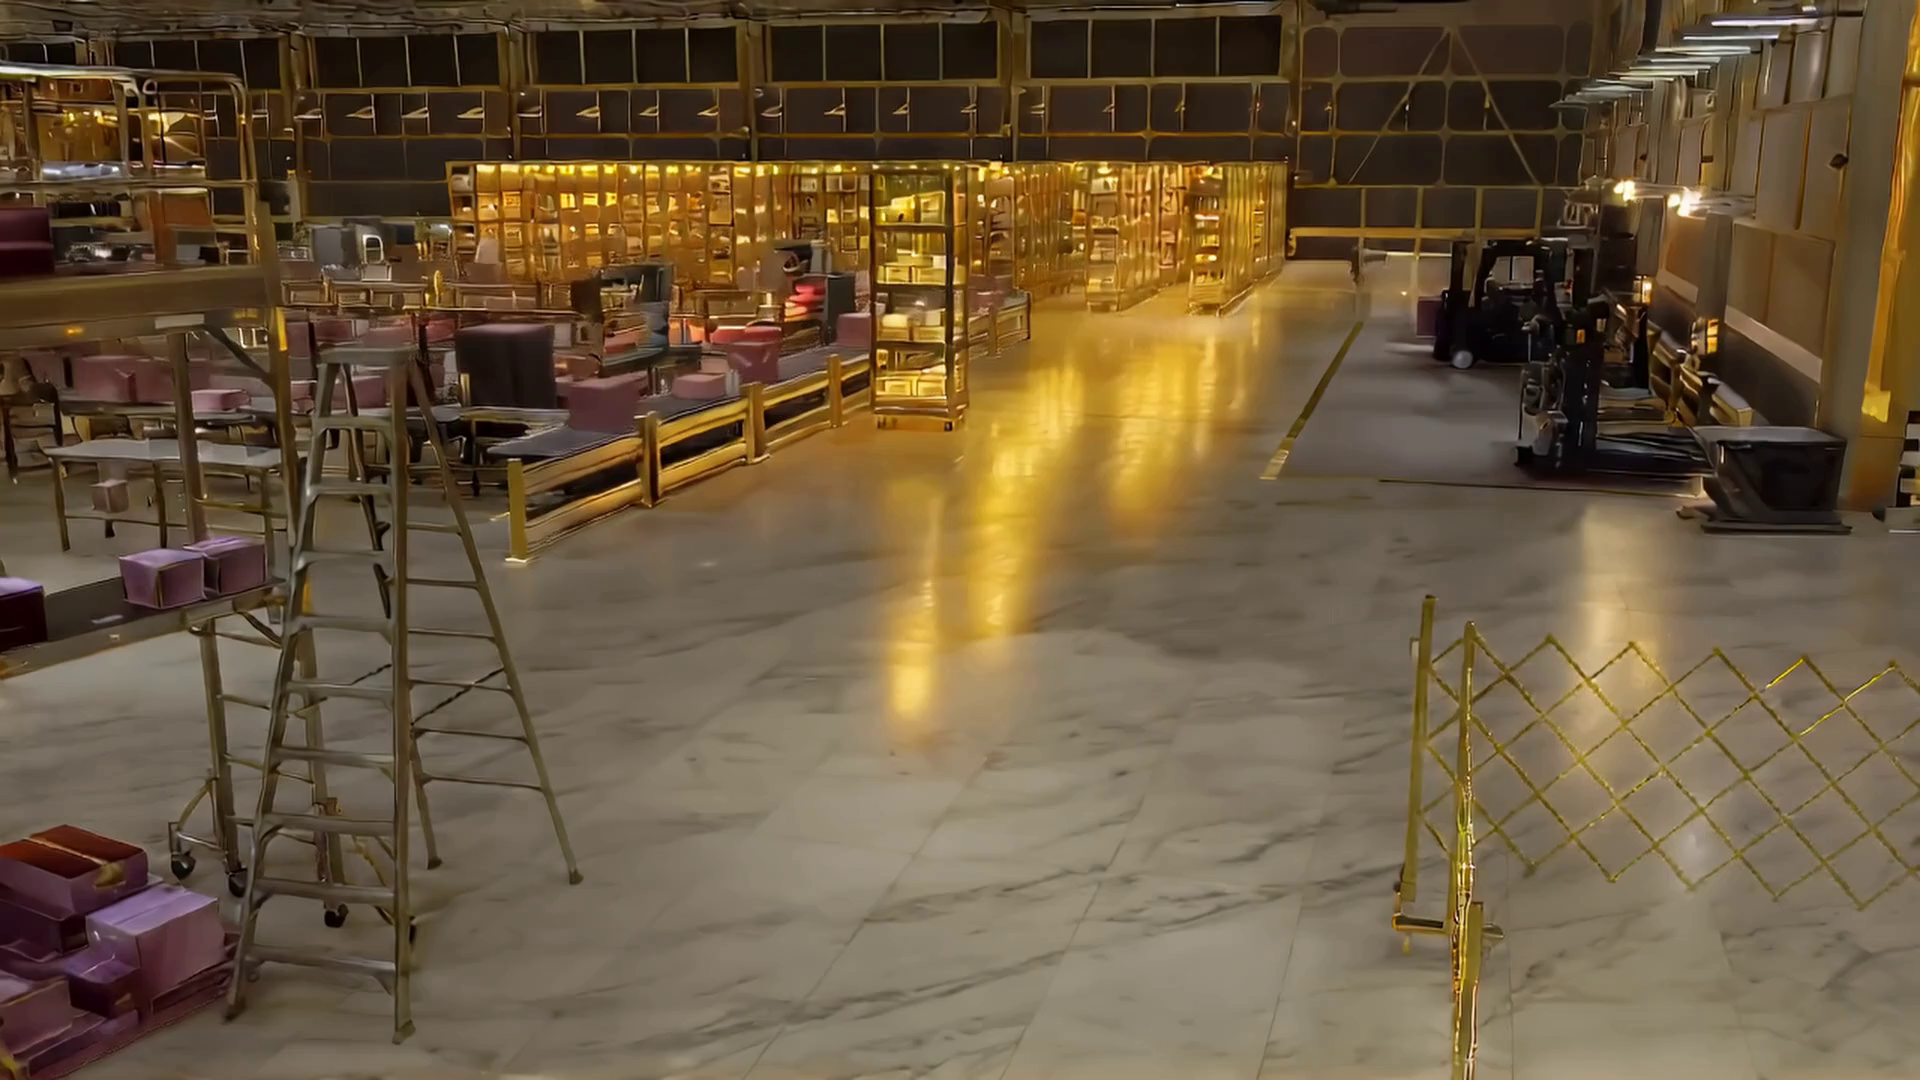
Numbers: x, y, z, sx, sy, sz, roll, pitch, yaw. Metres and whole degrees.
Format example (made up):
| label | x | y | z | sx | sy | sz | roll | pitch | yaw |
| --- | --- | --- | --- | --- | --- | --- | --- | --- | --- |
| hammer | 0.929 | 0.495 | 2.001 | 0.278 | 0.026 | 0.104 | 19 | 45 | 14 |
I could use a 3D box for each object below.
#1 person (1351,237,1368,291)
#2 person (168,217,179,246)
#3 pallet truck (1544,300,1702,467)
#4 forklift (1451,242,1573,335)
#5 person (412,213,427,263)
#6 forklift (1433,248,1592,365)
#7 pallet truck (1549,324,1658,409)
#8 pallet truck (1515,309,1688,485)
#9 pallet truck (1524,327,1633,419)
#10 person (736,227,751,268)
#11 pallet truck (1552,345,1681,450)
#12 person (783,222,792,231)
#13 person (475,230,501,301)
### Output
| label | x | y | z | sx | sy | sz | roll | pitch | yaw |
| --- | --- | --- | --- | --- | --- | --- | --- | --- | --- |
| person | 9.714 | -6.445 | 40.434 | 0.404 | 1.824 | 0.586 | 8 | 15 | 30 |
| person | -24.472 | -9.054 | 51.421 | 0.613 | 1.944 | 0.406 | -6 | 14 | -23 |
| pallet truck | 8.263 | -1.952 | 20.631 | 1.885 | 1.965 | 0.823 | 5 | 14 | 20 |
| forklift | 10.464 | -4.597 | 31.405 | 2.680 | 1.987 | 1.157 | 4 | 14 | 16 |
| person | -19.171 | -10.717 | 59.046 | 0.484 | 1.744 | 0.296 | -4 | 14 | -17 |
| forklift | 9.780 | -4.111 | 29.280 | 2.680 | 1.987 | 1.157 | 3 | 13 | 14 |
| pallet truck | 9.824 | -2.669 | 25.407 | 1.601 | 1.201 | 0.680 | 4 | 14 | 16 |
| pallet truck | 7.554 | -1.677 | 19.446 | 1.885 | 1.965 | 0.823 | 3 | 13 | 14 |
| pallet truck | 9.065 | -2.460 | 24.370 | 1.522 | 1.261 | 0.704 | 3 | 13 | 14 |
| person | -6.213 | -8.224 | 47.764 | 0.620 | 1.978 | 0.673 | 3 | 13 | 14 |
| pallet truck | 8.641 | -1.896 | 21.908 | 1.630 | 1.274 | 0.653 | 4 | 14 | 16 |
| person | -5.248 | -8.660 | 49.955 | 0.563 | 1.839 | 0.394 | -3 | 13 | -12 |
| person | -12.345 | -7.123 | 43.257 | 0.960 | 1.855 | 0.673 | 10 | 17 | 38 |
